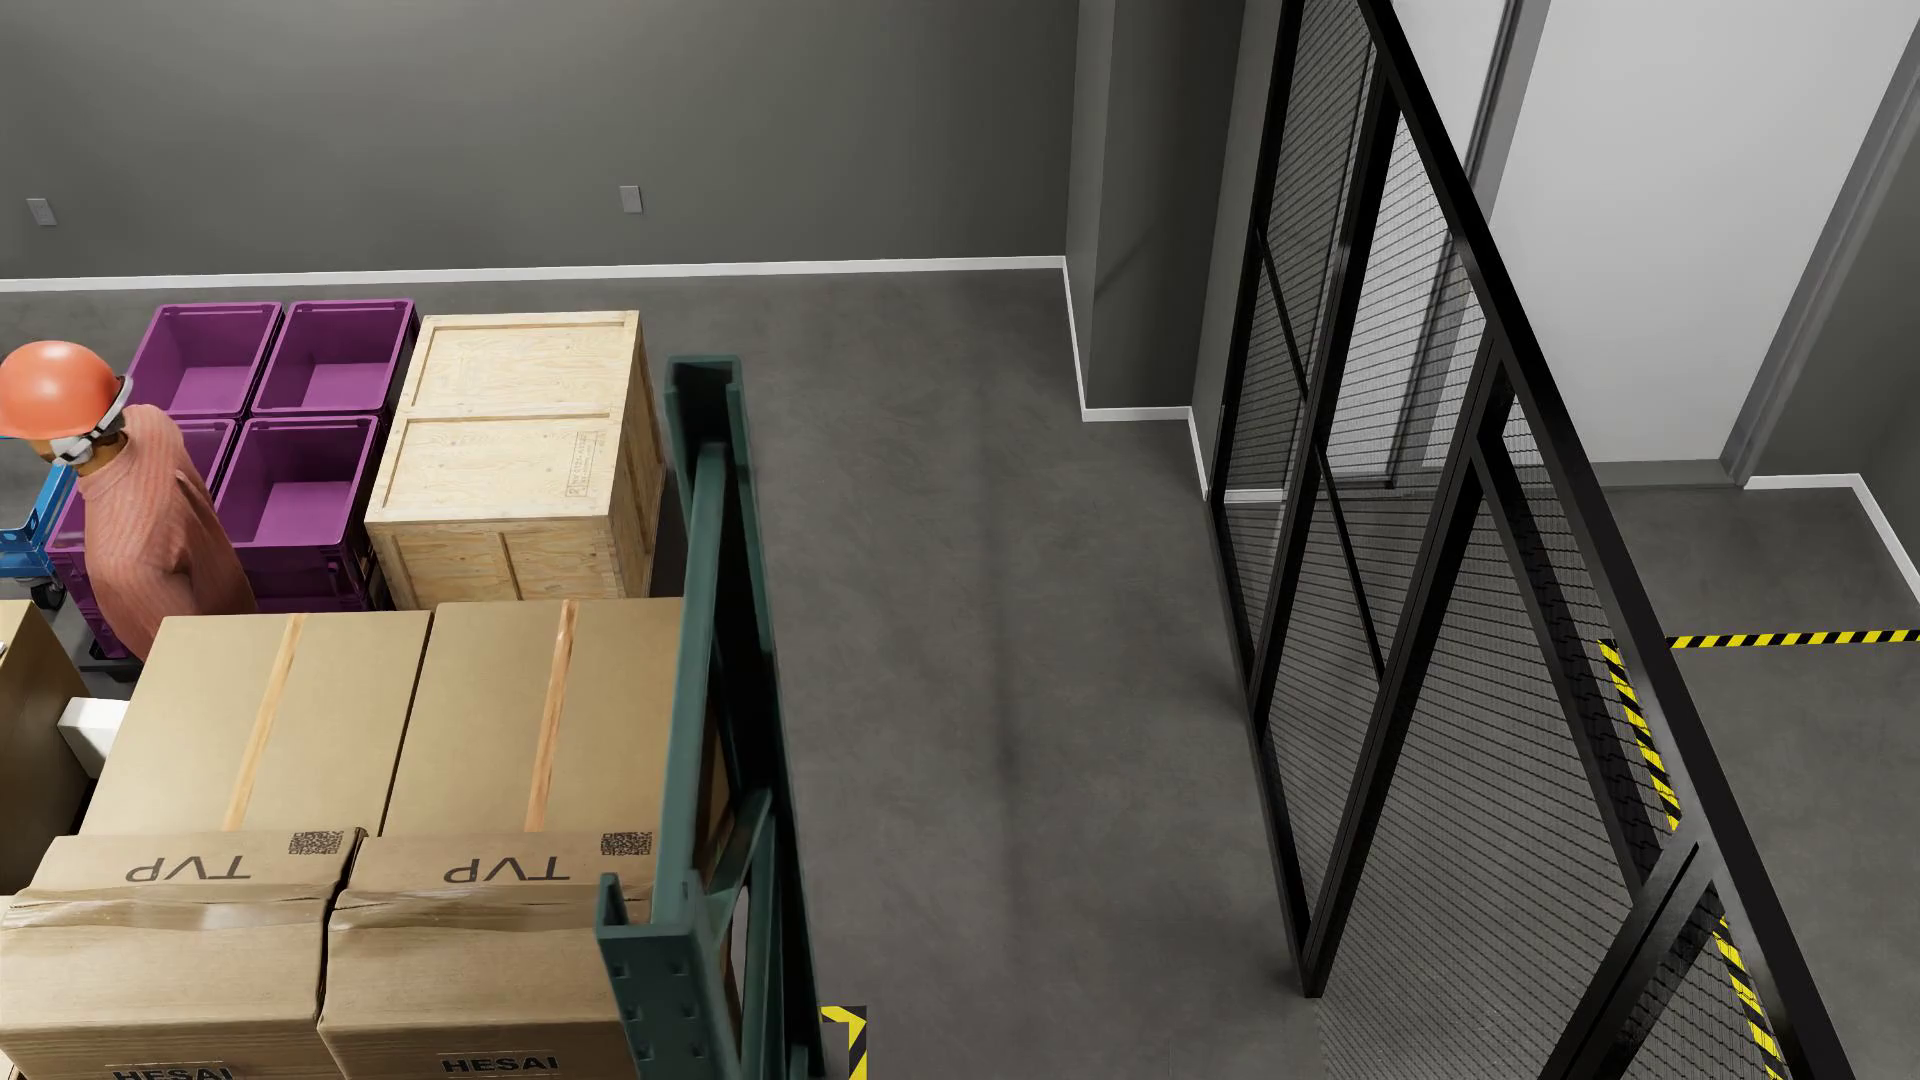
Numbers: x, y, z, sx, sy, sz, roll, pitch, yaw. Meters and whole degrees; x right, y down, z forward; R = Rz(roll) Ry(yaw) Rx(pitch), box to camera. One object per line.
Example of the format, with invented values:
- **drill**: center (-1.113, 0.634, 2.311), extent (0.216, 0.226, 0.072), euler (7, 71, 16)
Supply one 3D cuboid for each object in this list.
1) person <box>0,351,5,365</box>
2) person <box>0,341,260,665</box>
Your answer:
- **person**: center (-4.037, -1.271, 5.970), extent (0.373, 1.940, 0.628), euler (-3, 46, -3)
- **person**: center (-2.072, 0.263, 4.467), extent (0.373, 1.992, 0.622), euler (-12, 48, -11)
